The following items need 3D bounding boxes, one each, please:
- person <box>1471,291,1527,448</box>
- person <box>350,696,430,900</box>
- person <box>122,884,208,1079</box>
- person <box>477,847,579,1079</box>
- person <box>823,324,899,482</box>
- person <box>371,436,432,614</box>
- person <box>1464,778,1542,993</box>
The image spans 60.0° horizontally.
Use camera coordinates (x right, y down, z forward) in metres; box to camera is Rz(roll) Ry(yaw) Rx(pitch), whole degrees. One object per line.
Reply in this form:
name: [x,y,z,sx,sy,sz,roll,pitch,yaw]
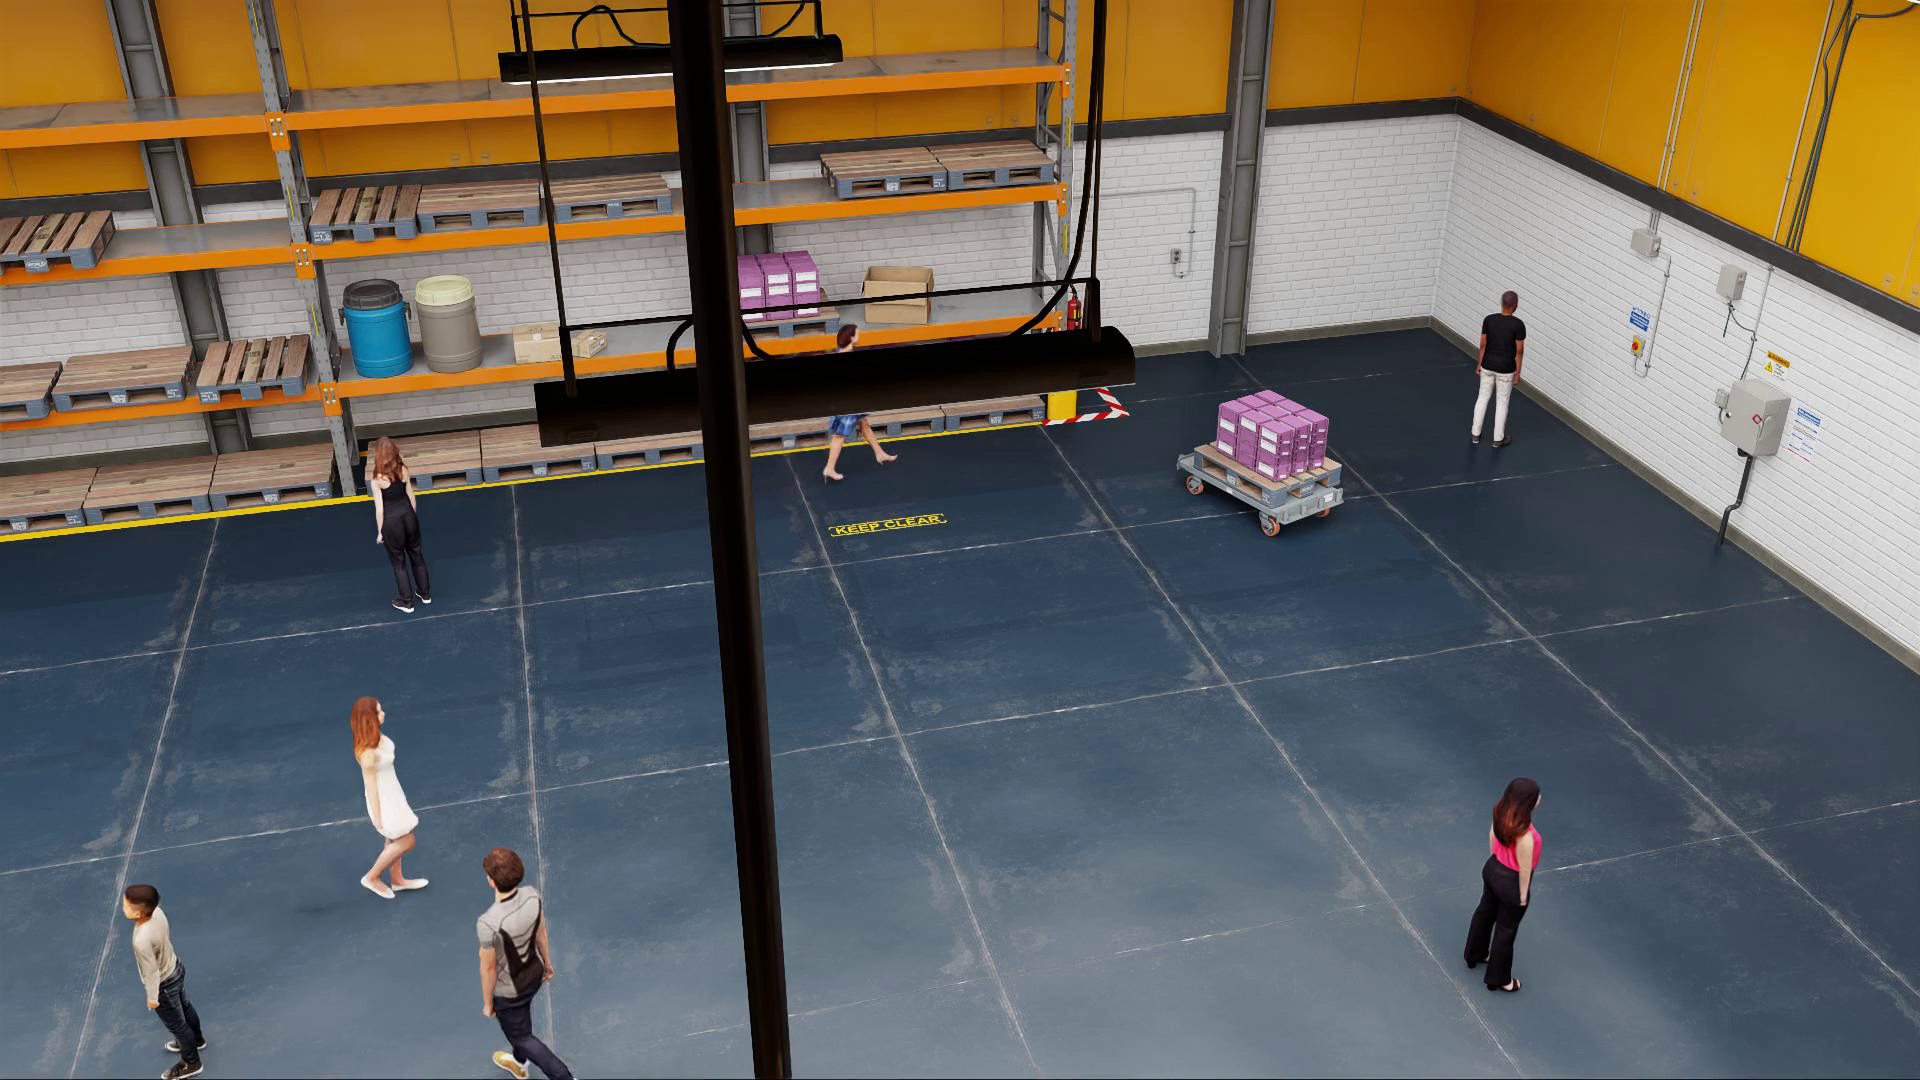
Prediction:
person: [6.026,-1.917,18.622,0.761,1.803,0.807,18,33,30]
person: [-4.181,1.851,11.823,0.682,1.699,0.562,-7,29,-12]
person: [-4.995,2.741,10.435,0.474,1.466,0.551,-7,29,-12]
person: [-2.629,2.702,10.084,1.187,1.869,1.127,16,32,27]
person: [-1.239,-1.407,17.746,1.171,1.746,0.753,-12,31,-20]
person: [-5.209,-0.157,15.452,0.733,1.748,0.640,22,35,34]
person: [3.655,2.273,11.089,0.503,1.660,0.575,-7,29,-12]
